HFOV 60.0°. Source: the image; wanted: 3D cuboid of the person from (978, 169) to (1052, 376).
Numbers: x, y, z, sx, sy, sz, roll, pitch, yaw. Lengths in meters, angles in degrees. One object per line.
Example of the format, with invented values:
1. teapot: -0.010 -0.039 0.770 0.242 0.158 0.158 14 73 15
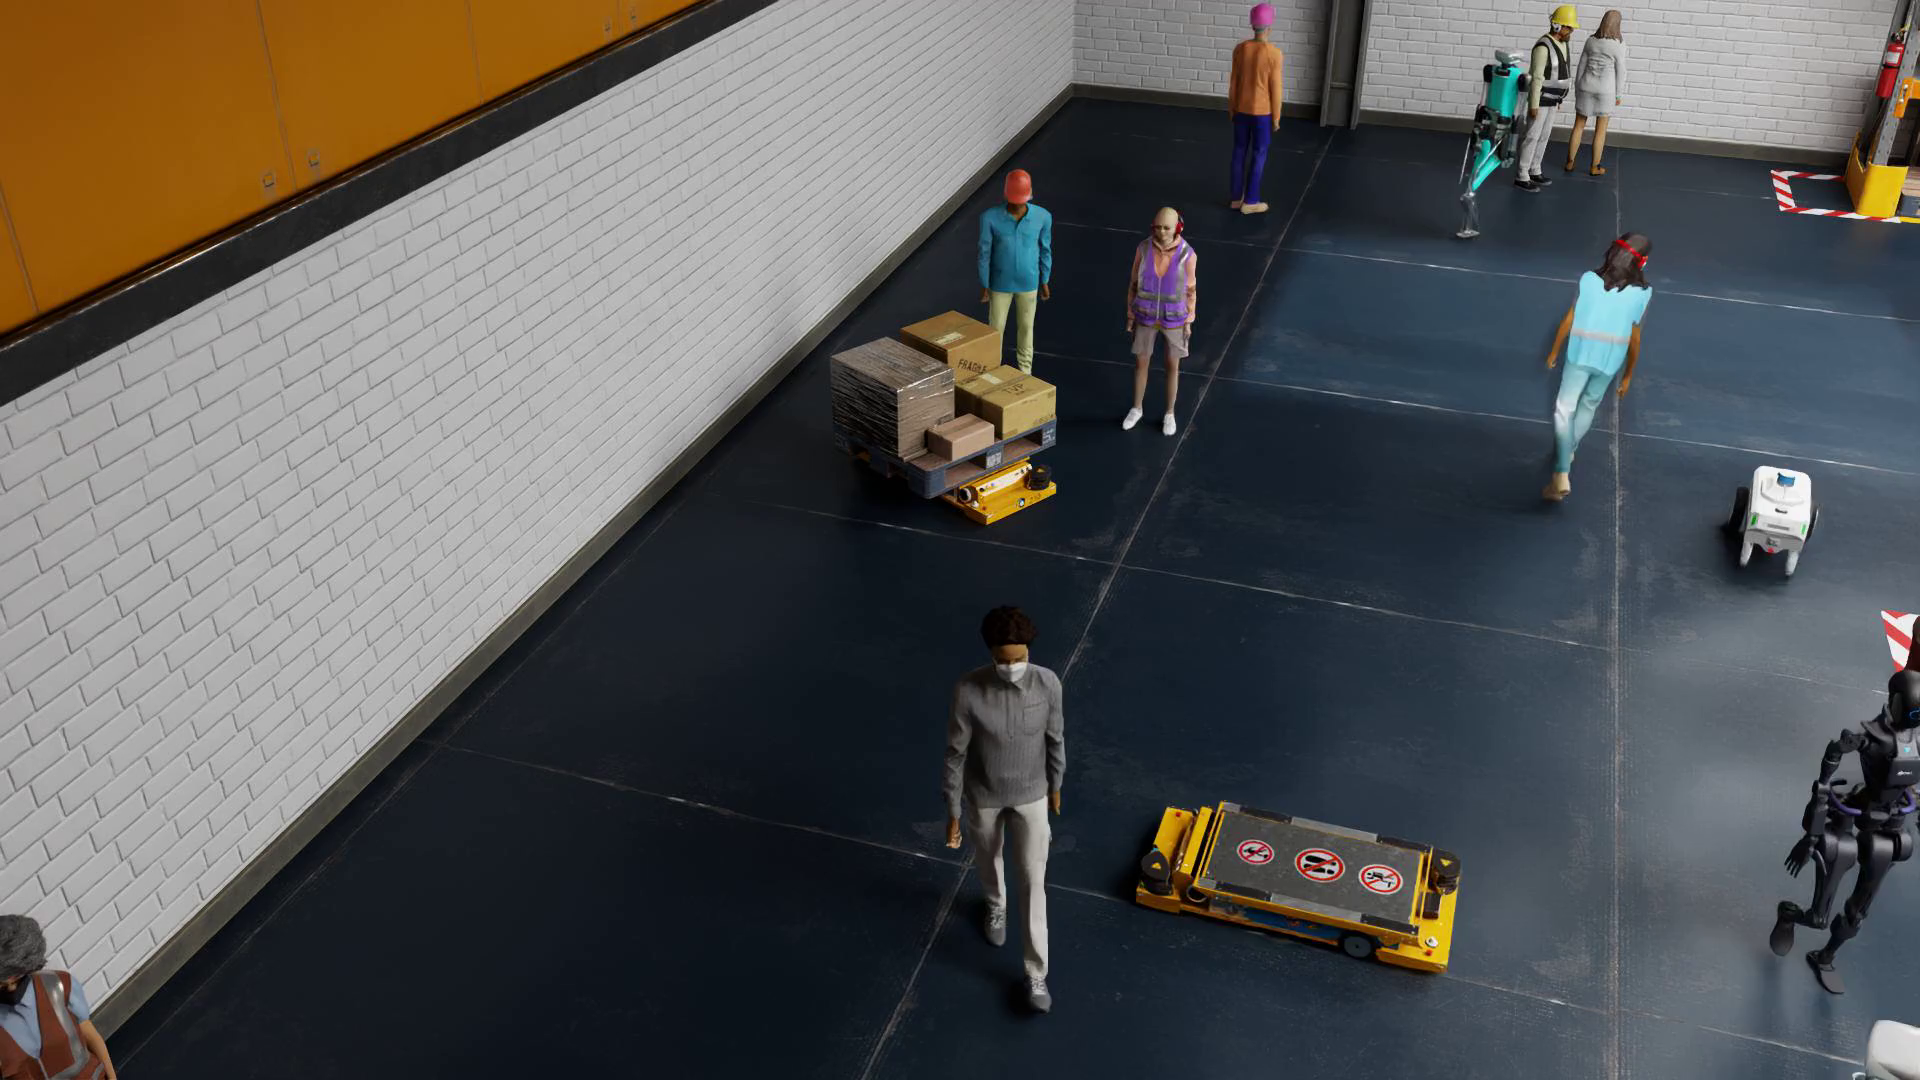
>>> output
1. person: 0.415 -1.938 12.468 0.563 1.740 0.347 -4 31 -6

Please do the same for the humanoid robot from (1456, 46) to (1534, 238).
1. humanoid robot: 4.770 -3.580 15.304 0.788 1.804 0.544 -17 34 -26

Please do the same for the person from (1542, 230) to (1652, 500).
1. person: 4.214 -1.165 11.066 0.549 1.826 0.919 8 31 13

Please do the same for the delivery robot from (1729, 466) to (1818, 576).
1. delivery robot: 5.217 -0.170 10.625 0.499 0.587 0.777 13 33 21

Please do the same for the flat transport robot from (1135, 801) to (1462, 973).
1. flat transport robot: 1.608 1.611 7.884 1.431 0.231 0.659 10 32 16

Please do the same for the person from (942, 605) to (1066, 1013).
1. person: 0.199 1.135 7.122 0.553 1.866 0.833 -2 30 -3

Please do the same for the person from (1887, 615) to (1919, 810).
1. person: 4.912 0.516 8.269 0.326 1.768 0.524 8 31 14

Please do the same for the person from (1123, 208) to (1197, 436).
1. person: 1.434 -1.556 11.872 0.497 1.697 0.341 8 31 14

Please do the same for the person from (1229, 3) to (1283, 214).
1. person: 2.825 -4.115 15.948 0.534 1.985 0.380 18 35 28

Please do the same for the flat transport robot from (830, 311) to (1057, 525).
1. flat transport robot: -0.067 -0.537 11.539 0.659 0.231 1.431 -25 38 -35

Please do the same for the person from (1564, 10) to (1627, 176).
1. person: 6.541 -4.585 17.049 0.498 1.659 0.336 22 37 33

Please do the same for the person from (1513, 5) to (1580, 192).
1. person: 5.856 -4.411 16.604 0.403 1.821 0.594 25 38 35

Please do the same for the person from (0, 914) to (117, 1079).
1. person: -3.189 1.987 5.852 0.431 1.681 0.318 -26 39 -37

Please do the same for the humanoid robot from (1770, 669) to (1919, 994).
1. humanoid robot: 3.885 1.226 7.153 0.612 1.650 0.397 0 30 0

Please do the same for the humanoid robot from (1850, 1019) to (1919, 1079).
1. humanoid robot: 2.630 2.209 5.444 1.039 1.739 0.560 14 33 23
